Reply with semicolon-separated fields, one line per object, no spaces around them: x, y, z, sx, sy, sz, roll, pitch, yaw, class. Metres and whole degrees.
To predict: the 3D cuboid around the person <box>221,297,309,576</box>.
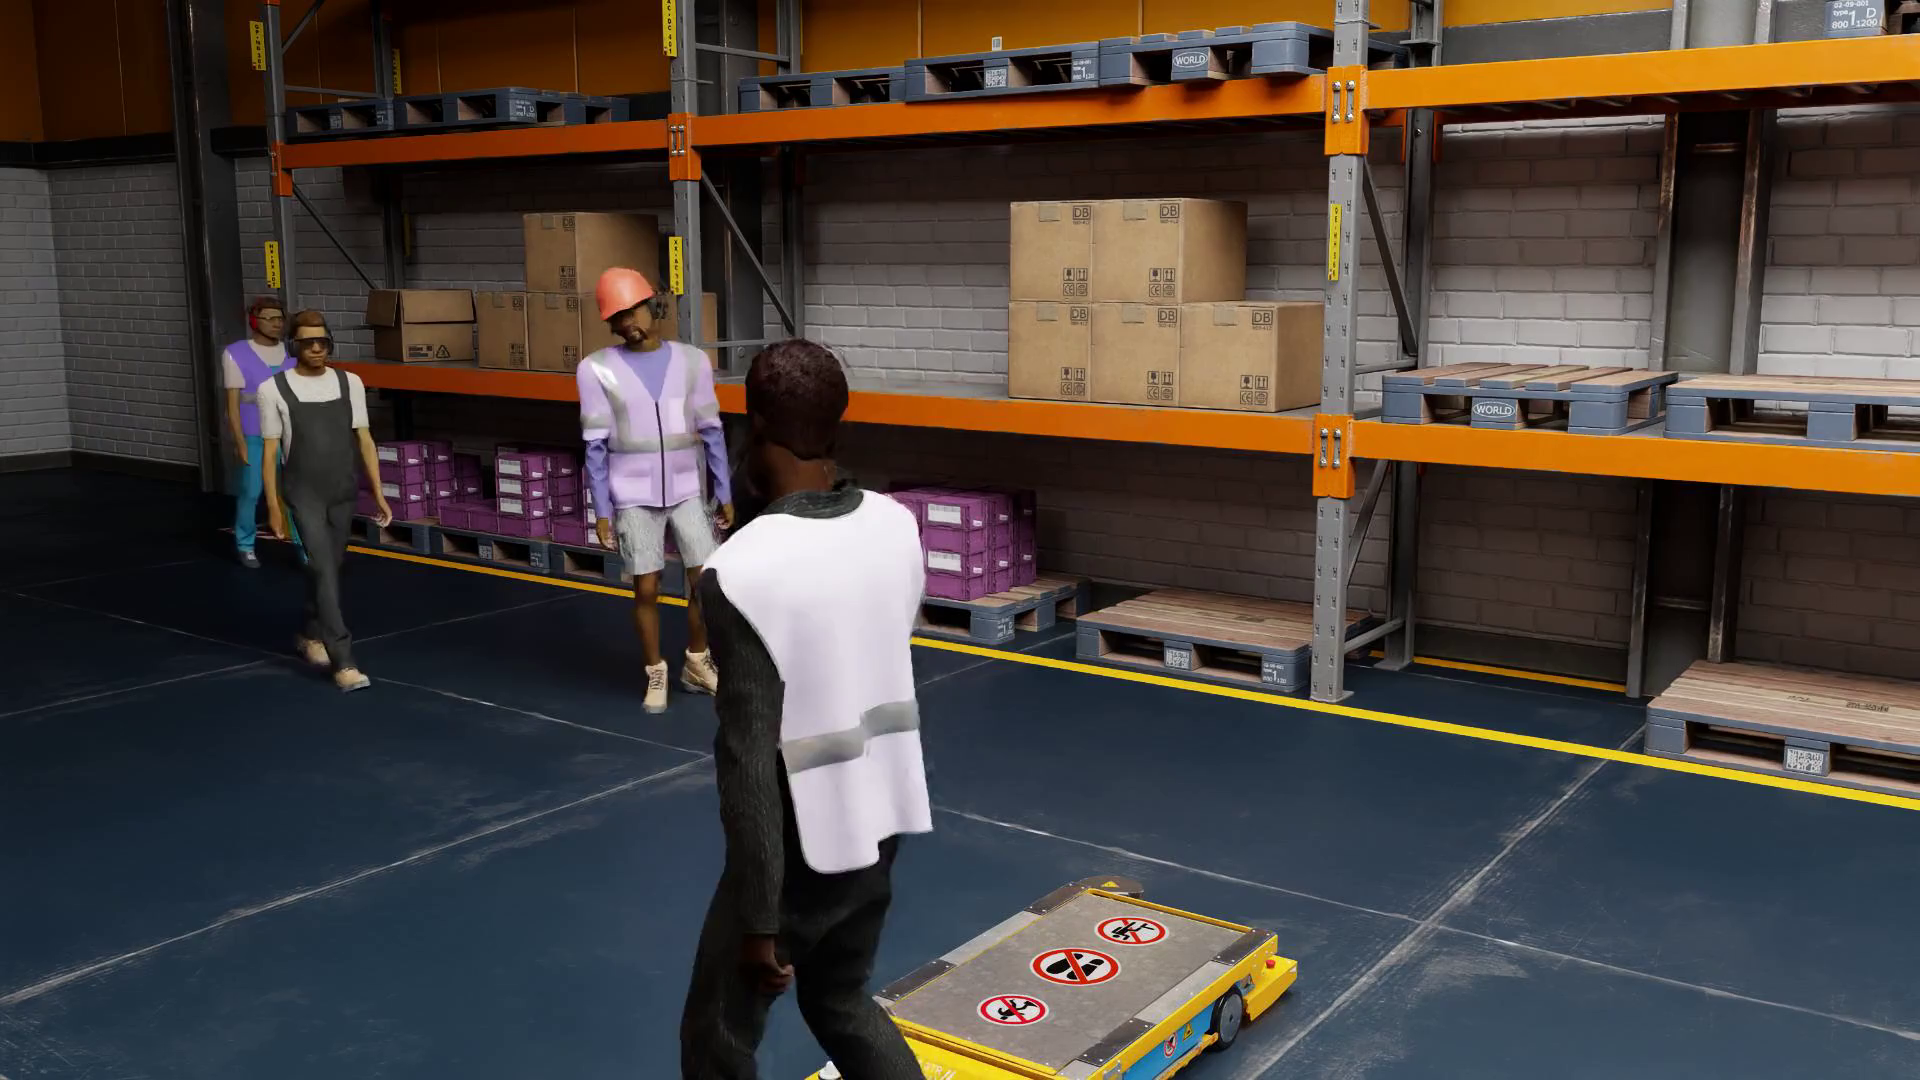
-4.470;-0.667;10.762;0.571;1.798;0.983;-9;13;-43;person

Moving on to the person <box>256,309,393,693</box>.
-3.106;-0.217;8.059;0.524;1.802;0.959;-9;13;-44;person

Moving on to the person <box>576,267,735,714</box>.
-1.342;-0.206;7.446;0.735;1.996;0.417;-5;11;-26;person

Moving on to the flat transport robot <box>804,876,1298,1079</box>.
0.254;1.194;4.191;0.652;0.197;1.431;7;12;35;flat transport robot

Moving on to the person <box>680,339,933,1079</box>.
-0.289;0.564;3.146;0.662;1.883;0.590;6;11;30;person
